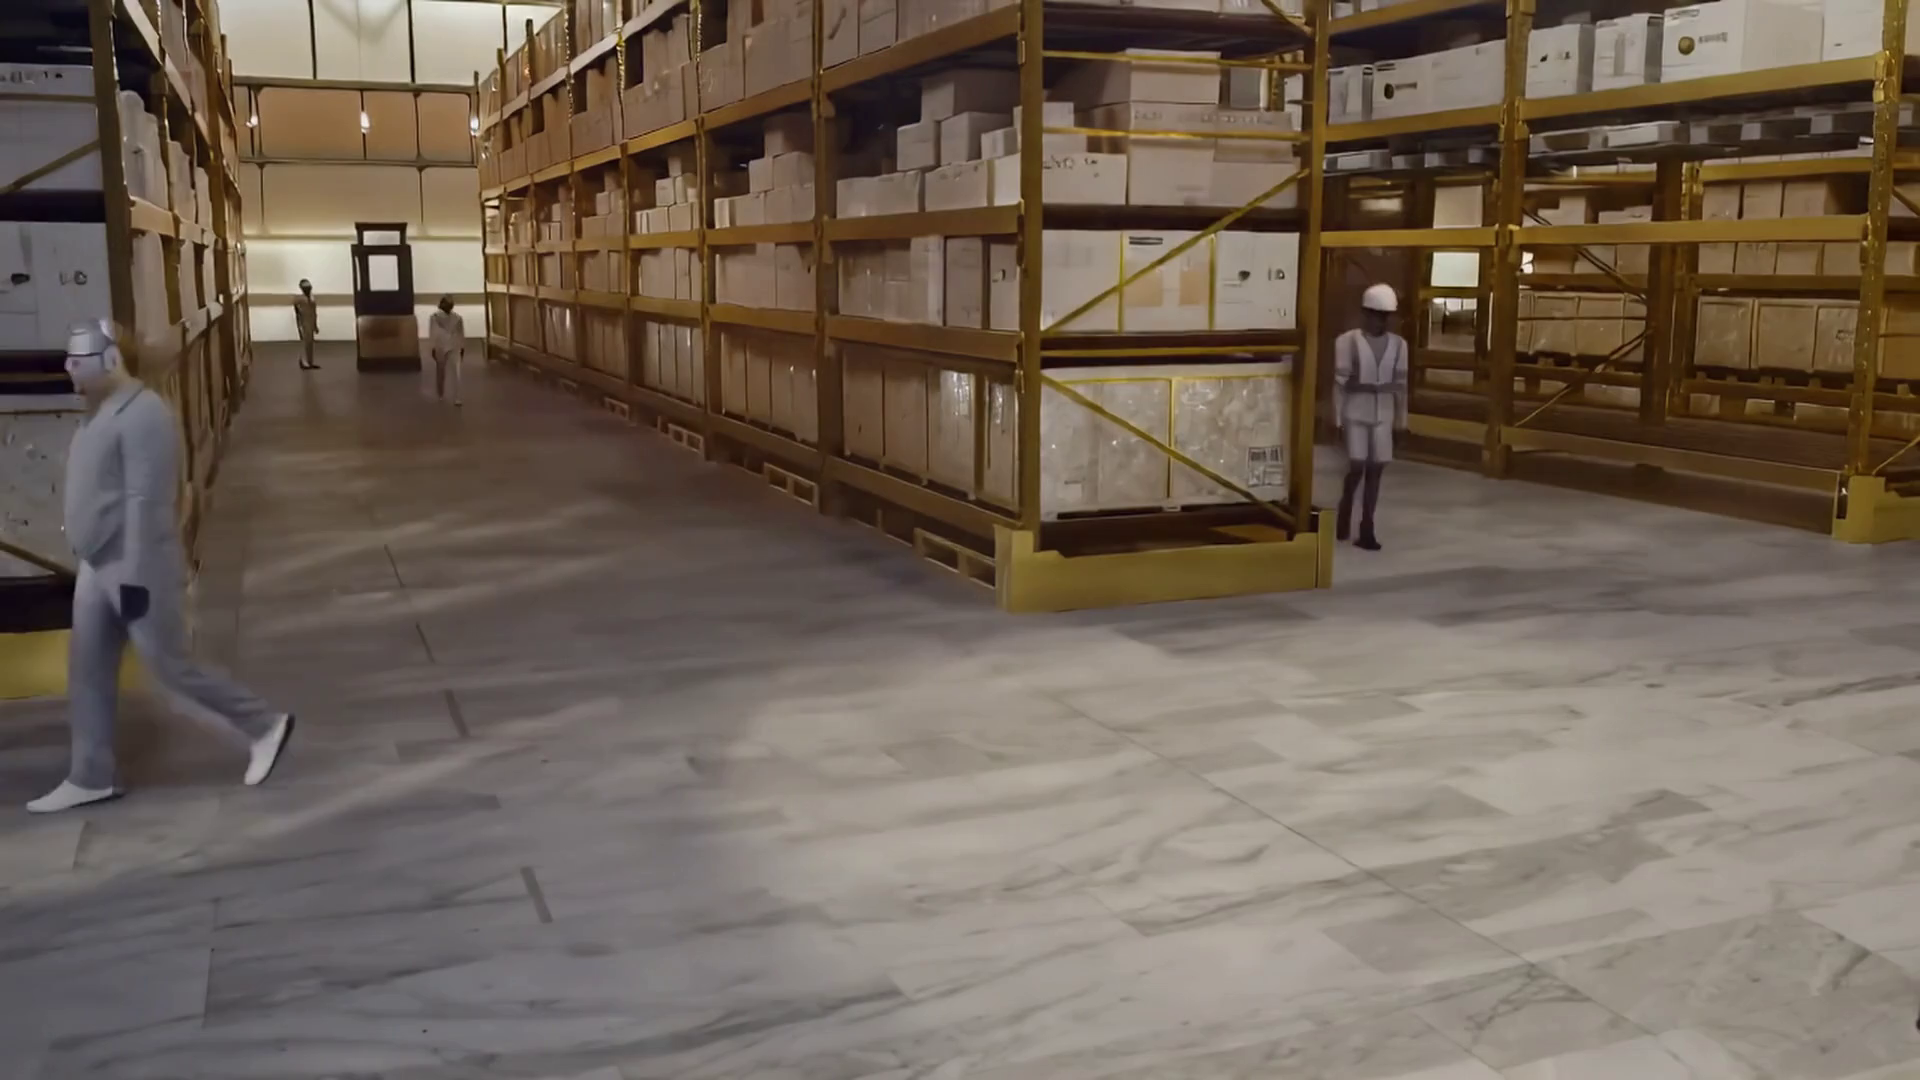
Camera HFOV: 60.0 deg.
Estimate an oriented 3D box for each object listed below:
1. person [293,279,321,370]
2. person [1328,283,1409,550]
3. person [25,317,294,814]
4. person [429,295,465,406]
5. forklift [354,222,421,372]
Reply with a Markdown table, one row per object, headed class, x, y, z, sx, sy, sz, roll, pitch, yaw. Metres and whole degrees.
| class | x | y | z | sx | sy | sz | roll | pitch | yaw |
| --- | --- | --- | --- | --- | --- | --- | --- | --- | --- |
| person | -12.675 | -4.188 | 32.310 | 0.329 | 1.753 | 0.560 | 3 | 10 | 18 |
| person | 2.952 | -0.874 | 11.955 | 0.582 | 1.921 | 0.404 | -2 | 10 | -10 |
| person | -3.111 | 0.083 | 6.385 | 0.647 | 1.875 | 0.882 | 9 | 13 | 42 |
| person | -7.469 | -2.764 | 24.203 | 0.517 | 1.612 | 0.708 | -4 | 10 | -25 |
| forklift | -10.953 | -4.642 | 31.670 | 1.129 | 2.768 | 1.873 | -4 | 10 | -22 |
